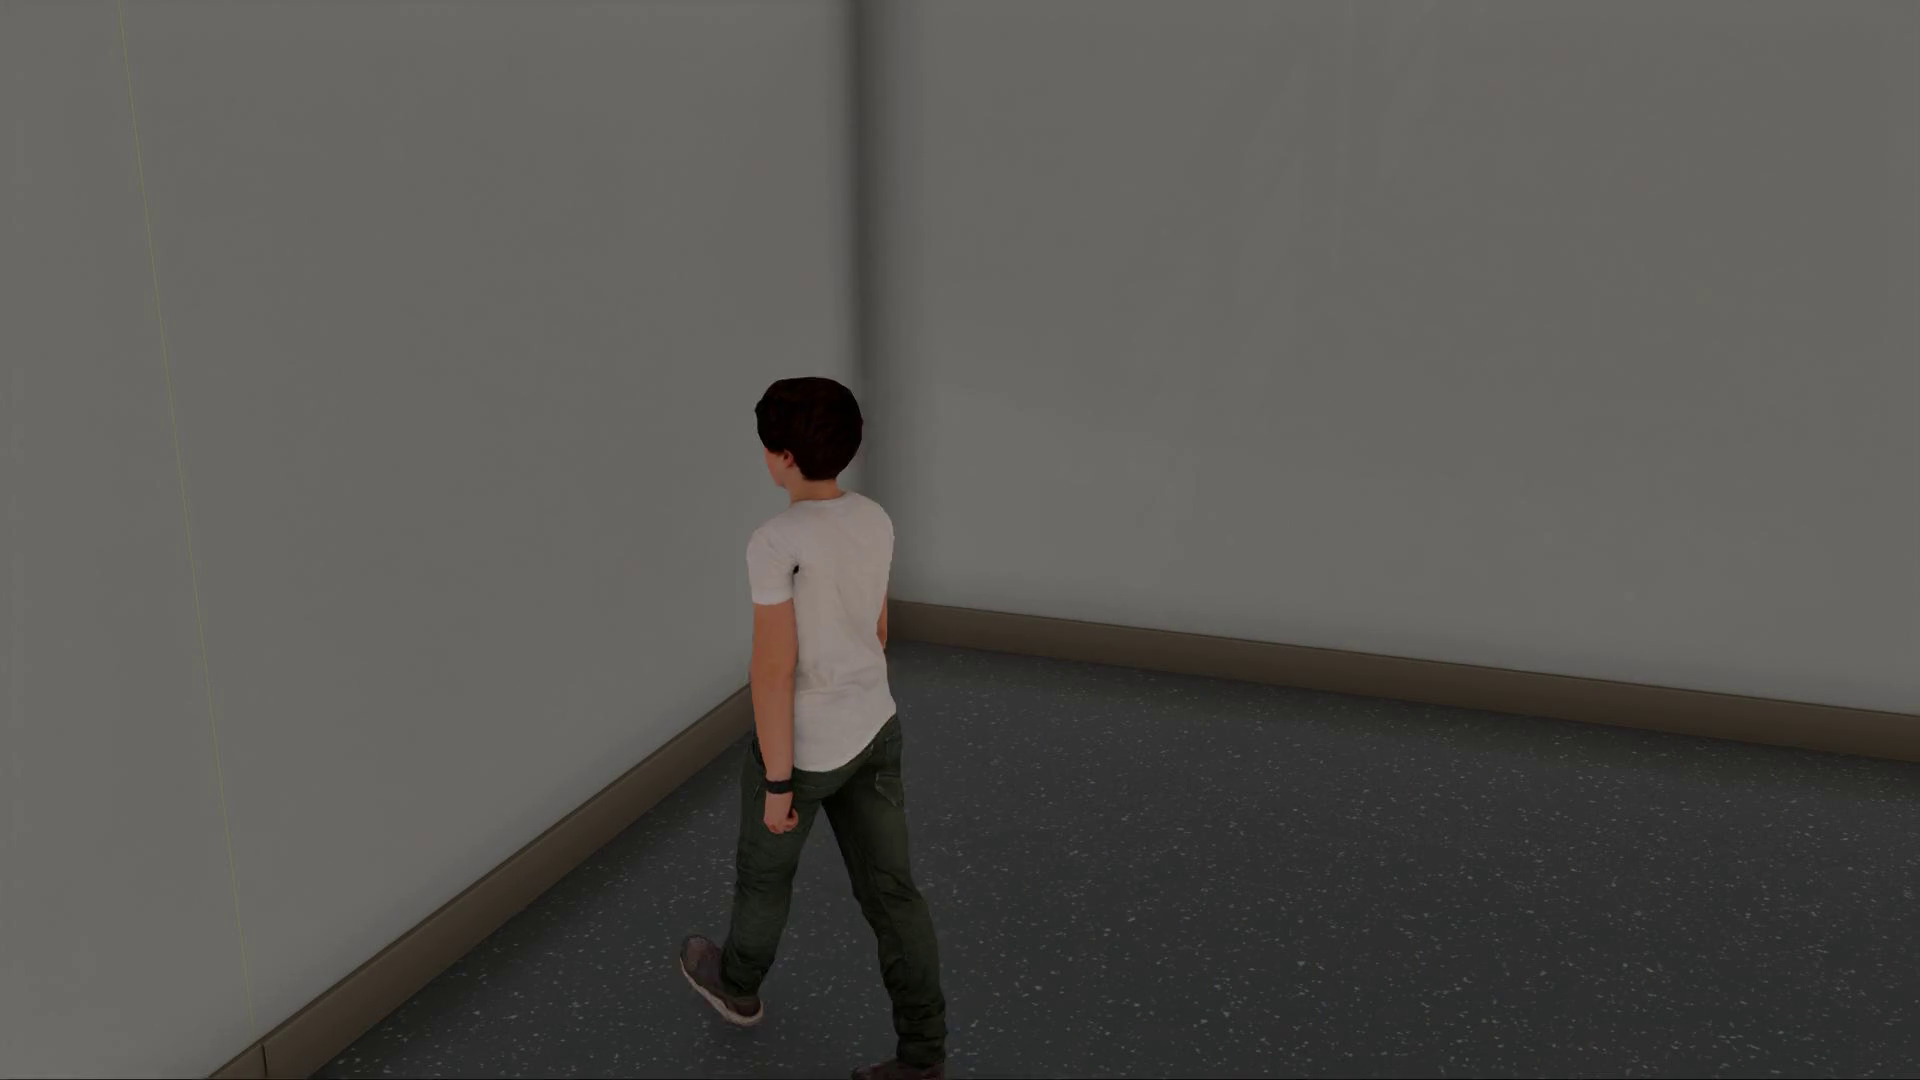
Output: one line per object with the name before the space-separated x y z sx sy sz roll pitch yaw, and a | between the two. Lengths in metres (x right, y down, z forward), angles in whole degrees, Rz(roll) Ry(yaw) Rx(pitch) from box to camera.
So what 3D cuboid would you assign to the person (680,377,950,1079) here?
person | -0.231 0.492 3.597 0.968 1.610 1.144 15 21 42
